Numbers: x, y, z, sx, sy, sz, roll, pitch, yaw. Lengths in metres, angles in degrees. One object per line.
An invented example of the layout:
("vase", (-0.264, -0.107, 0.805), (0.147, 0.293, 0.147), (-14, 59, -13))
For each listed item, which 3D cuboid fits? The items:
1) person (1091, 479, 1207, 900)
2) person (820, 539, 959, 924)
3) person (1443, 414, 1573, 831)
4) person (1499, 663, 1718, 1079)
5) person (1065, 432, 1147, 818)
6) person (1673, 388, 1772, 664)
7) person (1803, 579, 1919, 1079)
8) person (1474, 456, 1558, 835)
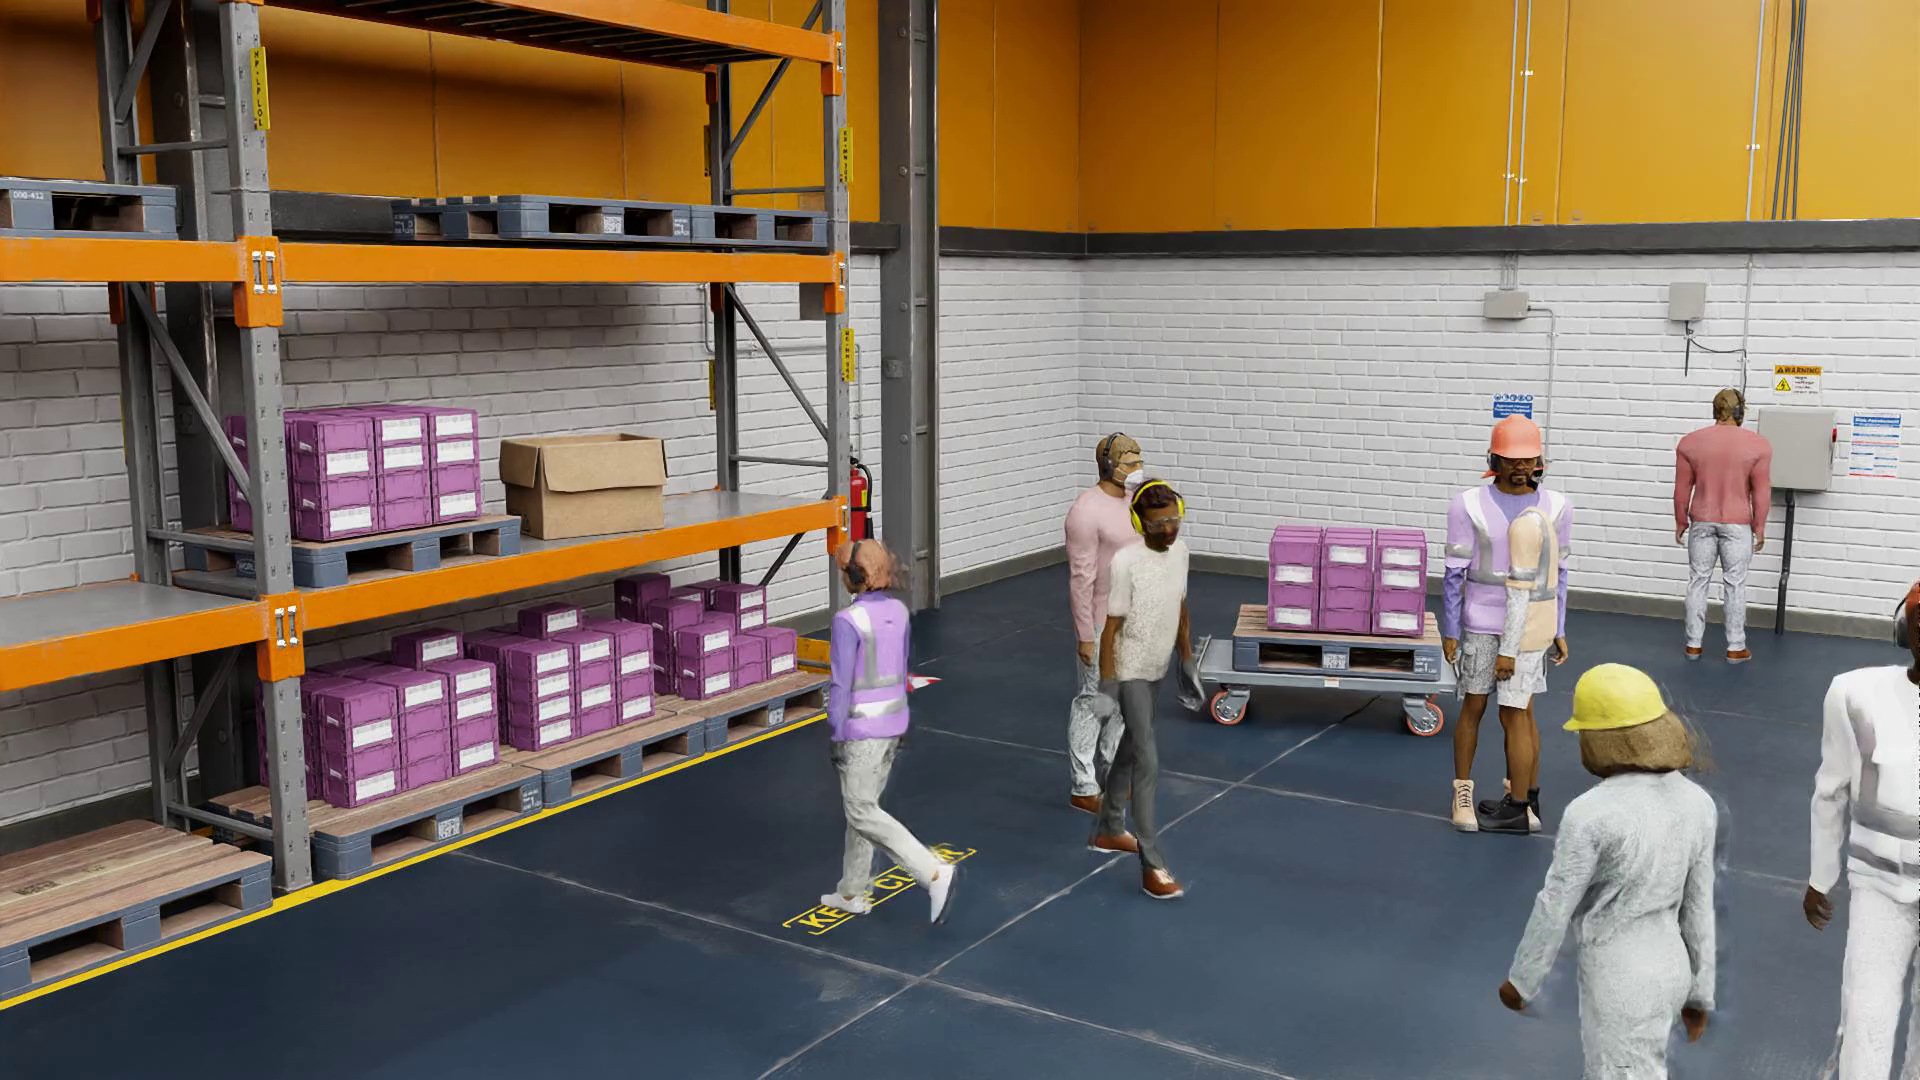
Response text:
("person", (0.835, 0.625, 7.403), (0.765, 1.816, 0.597), (7, 11, 39))
("person", (-0.295, 0.803, 6.896), (0.641, 1.612, 0.535), (5, 10, 30))
("person", (2.649, 0.410, 8.043), (0.614, 2.041, 0.389), (0, 9, -2))
("person", (1.743, 1.163, 4.300), (0.489, 1.691, 0.857), (-5, 10, -31))
("person", (0.753, 0.421, 8.355), (0.368, 1.933, 0.627), (6, 11, 36))
("person", (5.352, -0.101, 11.713), (0.629, 1.937, 0.379), (7, 11, 37))
("person", (2.695, 1.028, 4.665), (0.606, 1.841, 0.923), (5, 10, 30))
("person", (2.701, 0.462, 8.106), (0.387, 1.924, 0.549), (4, 10, 25))
